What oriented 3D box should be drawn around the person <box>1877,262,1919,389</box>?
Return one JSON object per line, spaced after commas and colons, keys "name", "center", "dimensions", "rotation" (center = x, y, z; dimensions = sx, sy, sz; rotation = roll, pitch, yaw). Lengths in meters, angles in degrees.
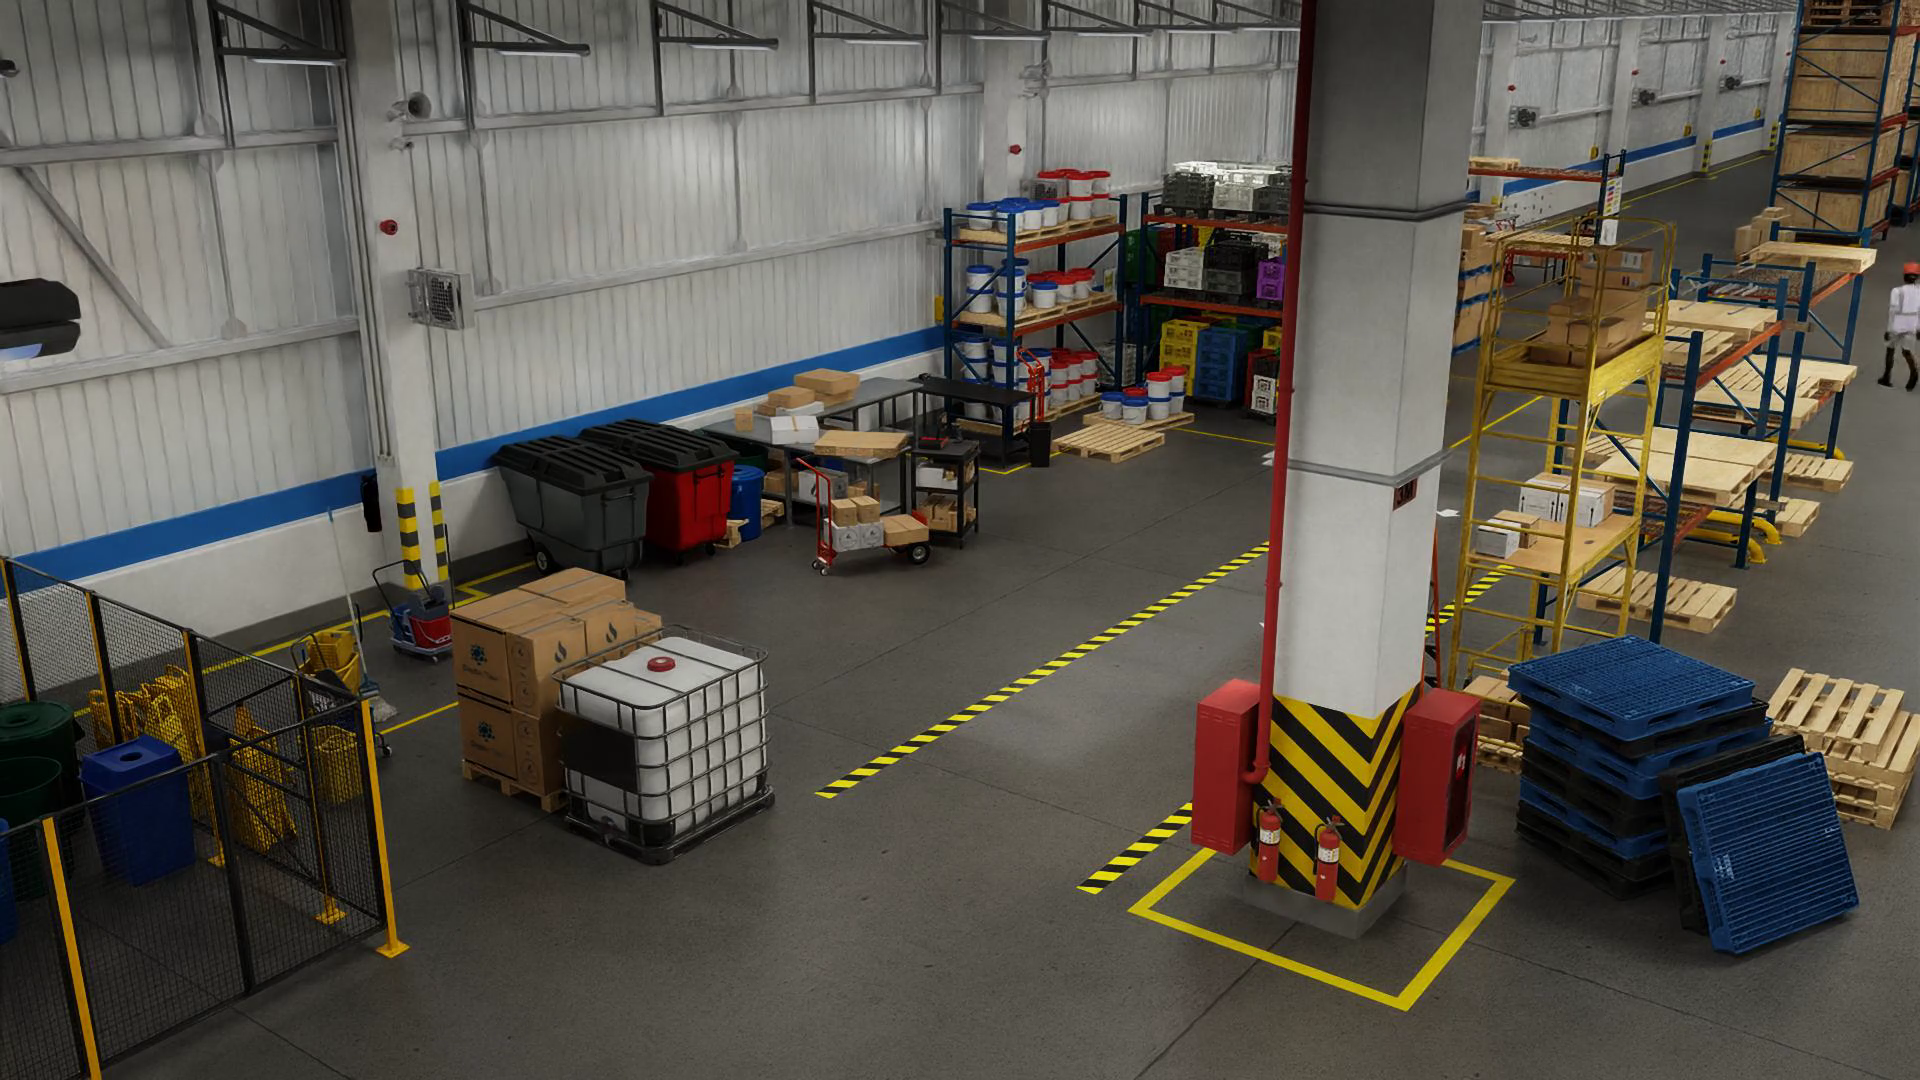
{"name": "person", "center": [14.194, -3.192, 24.942], "dimensions": [0.543, 1.909, 0.758], "rotation": [1, 18, 2]}
